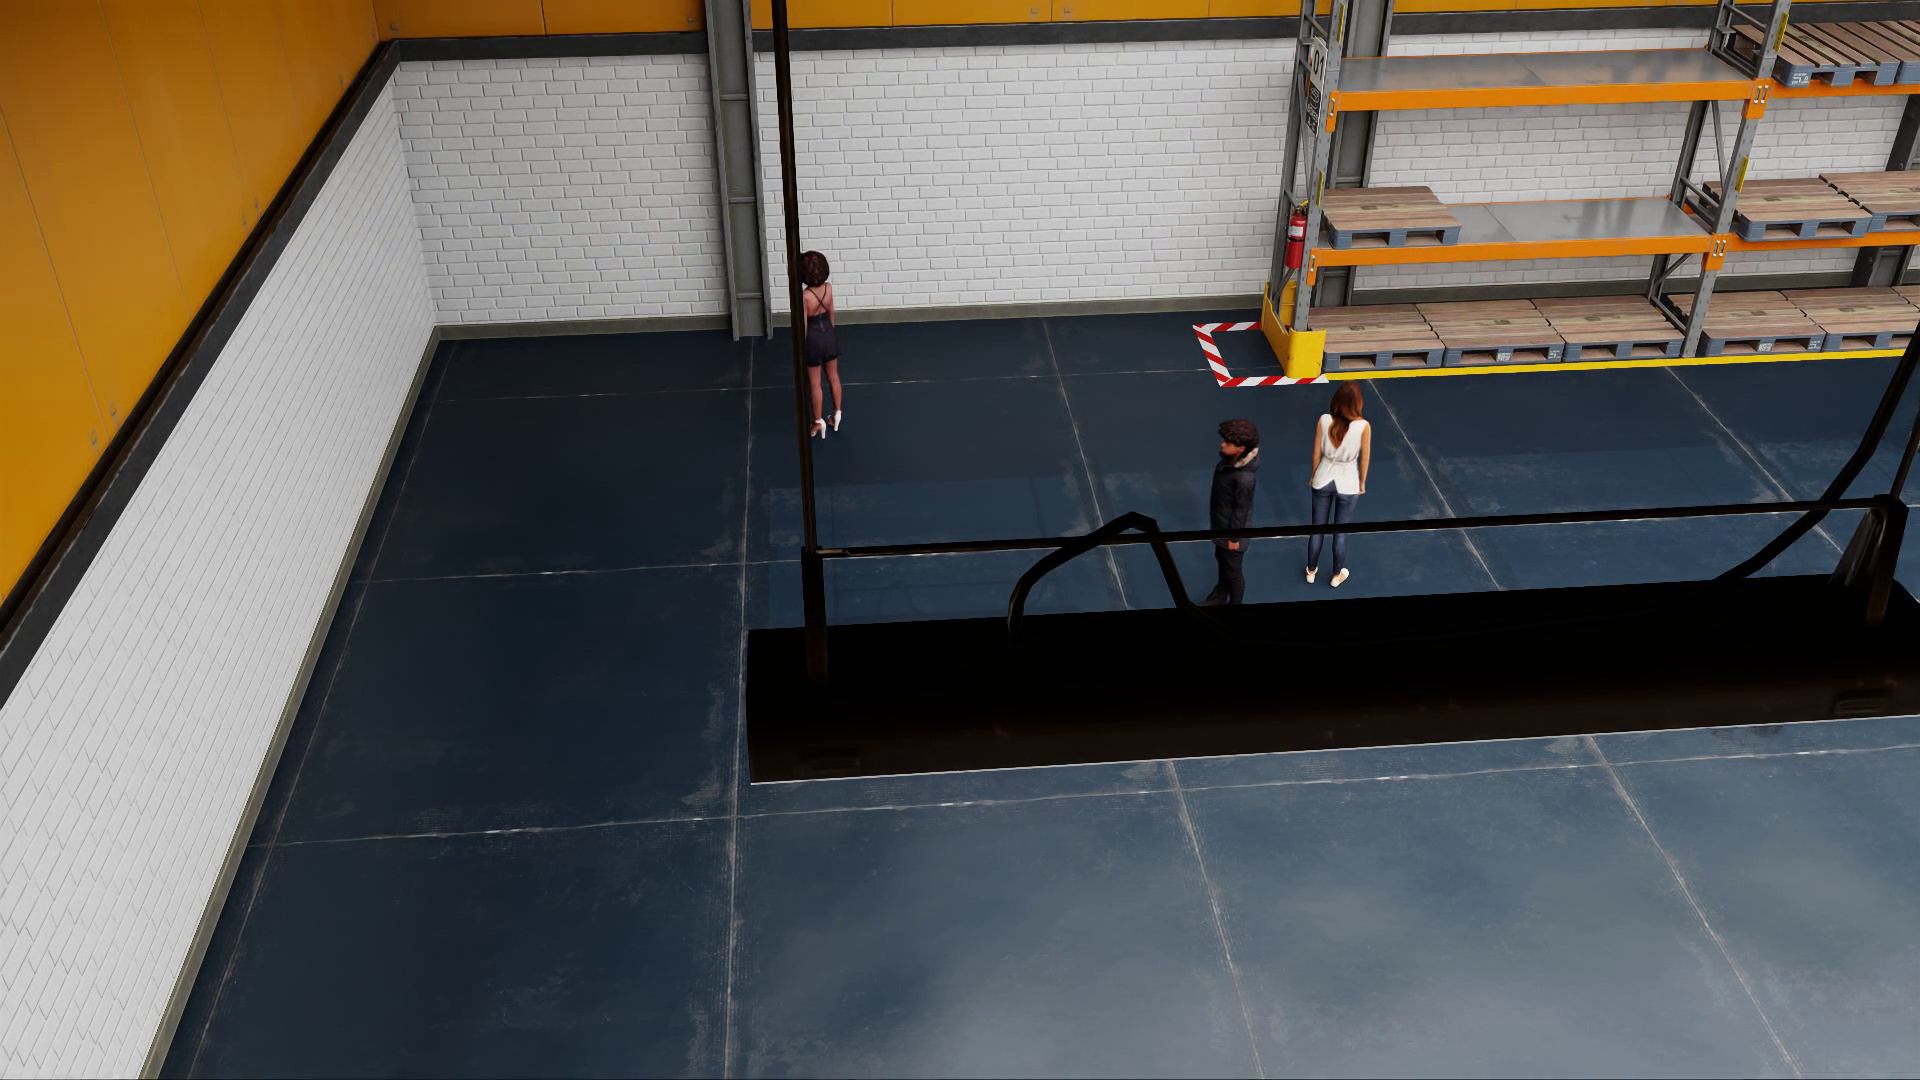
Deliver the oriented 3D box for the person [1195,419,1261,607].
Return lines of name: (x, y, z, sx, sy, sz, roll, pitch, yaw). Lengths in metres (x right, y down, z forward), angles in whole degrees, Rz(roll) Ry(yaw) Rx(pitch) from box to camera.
person: (2.035, -0.134, 12.433, 0.590, 1.775, 0.615, -5, 34, -7)

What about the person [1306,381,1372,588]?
person: (2.909, -0.423, 12.859, 0.607, 1.785, 0.722, 13, 36, 18)

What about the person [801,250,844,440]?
person: (-1.256, -1.741, 14.838, 0.647, 1.788, 0.725, -27, 42, -34)
